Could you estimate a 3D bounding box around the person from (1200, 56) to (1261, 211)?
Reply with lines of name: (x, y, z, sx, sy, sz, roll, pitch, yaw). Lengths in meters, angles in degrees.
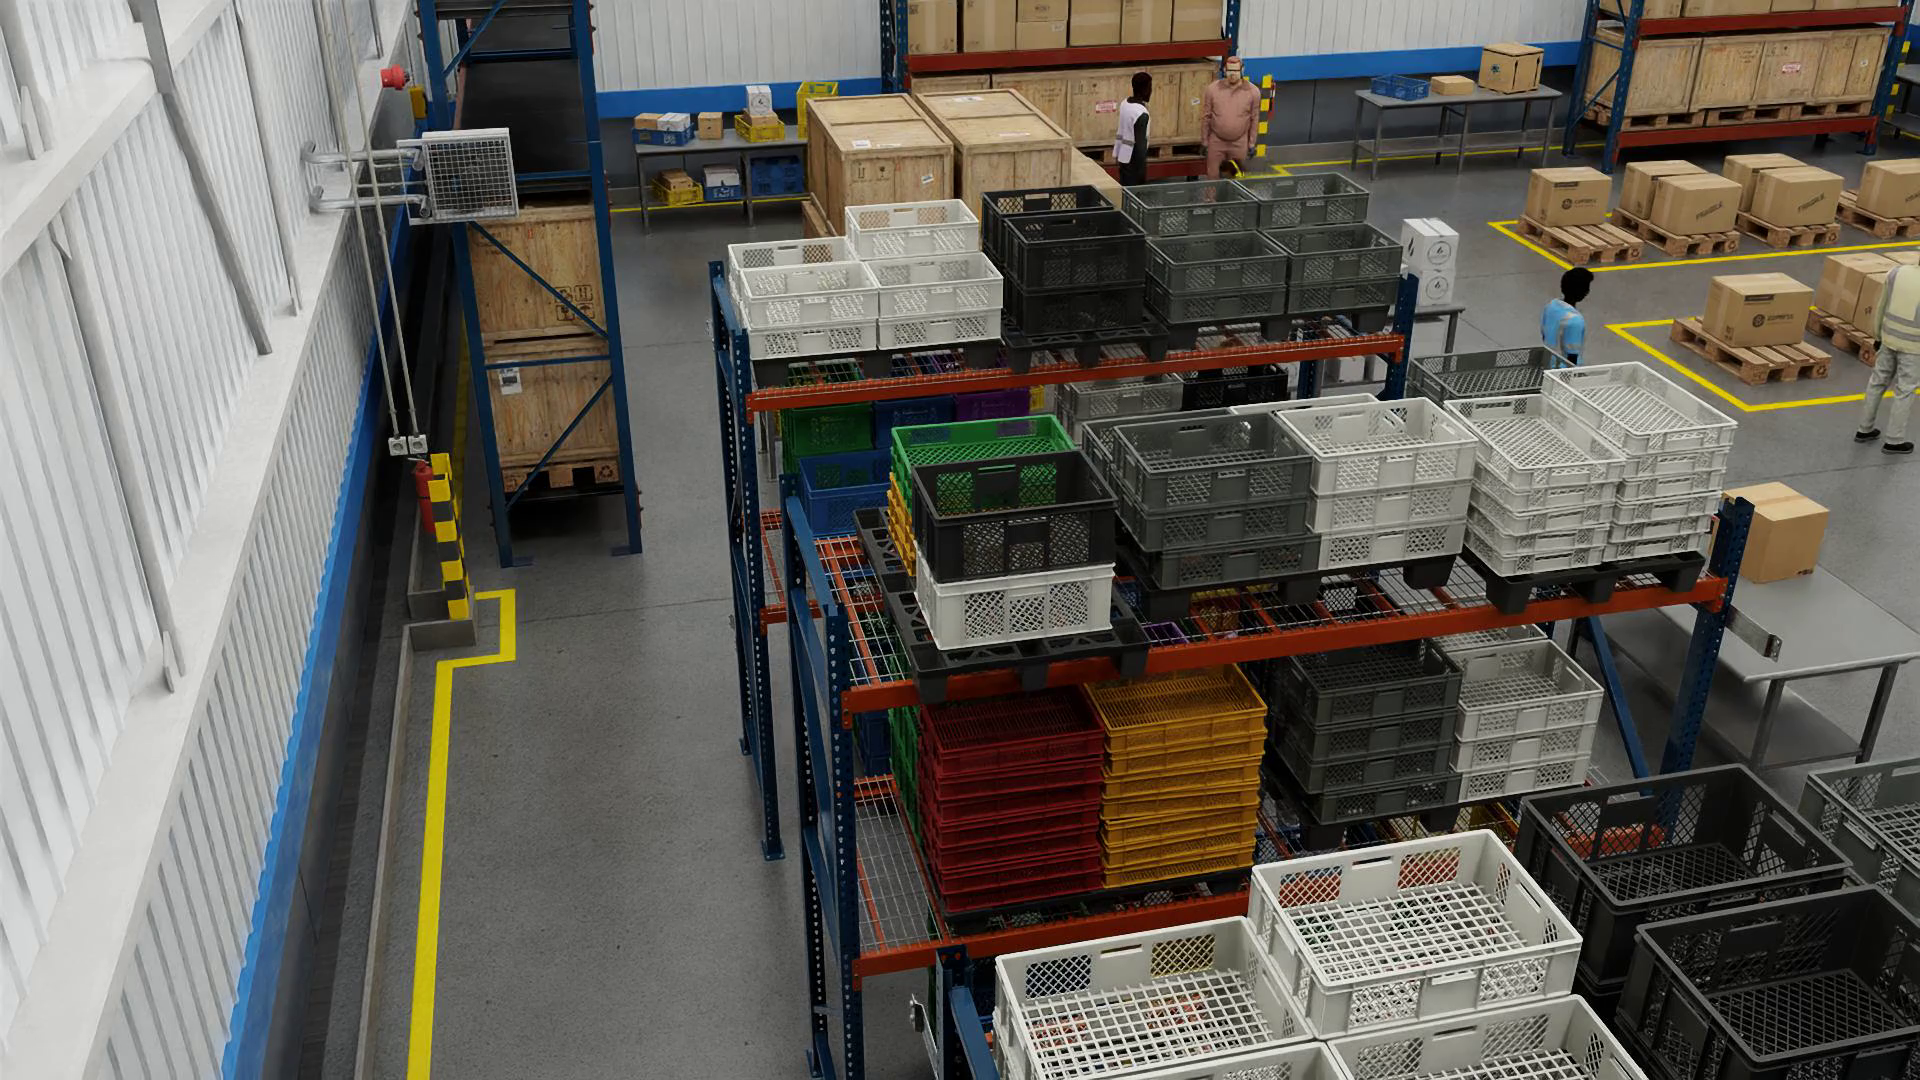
person: (3.032, -4.497, 18.807, 0.651, 1.907, 0.409, 4, 28, 8)

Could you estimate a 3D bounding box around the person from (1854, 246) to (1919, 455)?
person: (7.631, -1.597, 13.384, 0.404, 1.833, 0.592, -11, 30, -20)

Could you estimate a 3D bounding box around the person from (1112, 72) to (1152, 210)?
person: (1.871, -4.118, 18.092, 0.384, 1.909, 0.592, -7, 29, -14)

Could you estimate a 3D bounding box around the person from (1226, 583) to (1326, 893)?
person: (1.562, 1.034, 8.282, 0.631, 1.940, 0.372, 5, 28, 10)

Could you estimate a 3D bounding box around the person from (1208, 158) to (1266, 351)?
person: (2.593, -2.632, 15.342, 0.520, 1.841, 0.620, 24, 36, 37)

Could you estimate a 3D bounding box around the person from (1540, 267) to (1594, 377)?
person: (4.667, -1.308, 12.983, 0.320, 1.693, 0.531, -3, 28, -5)
